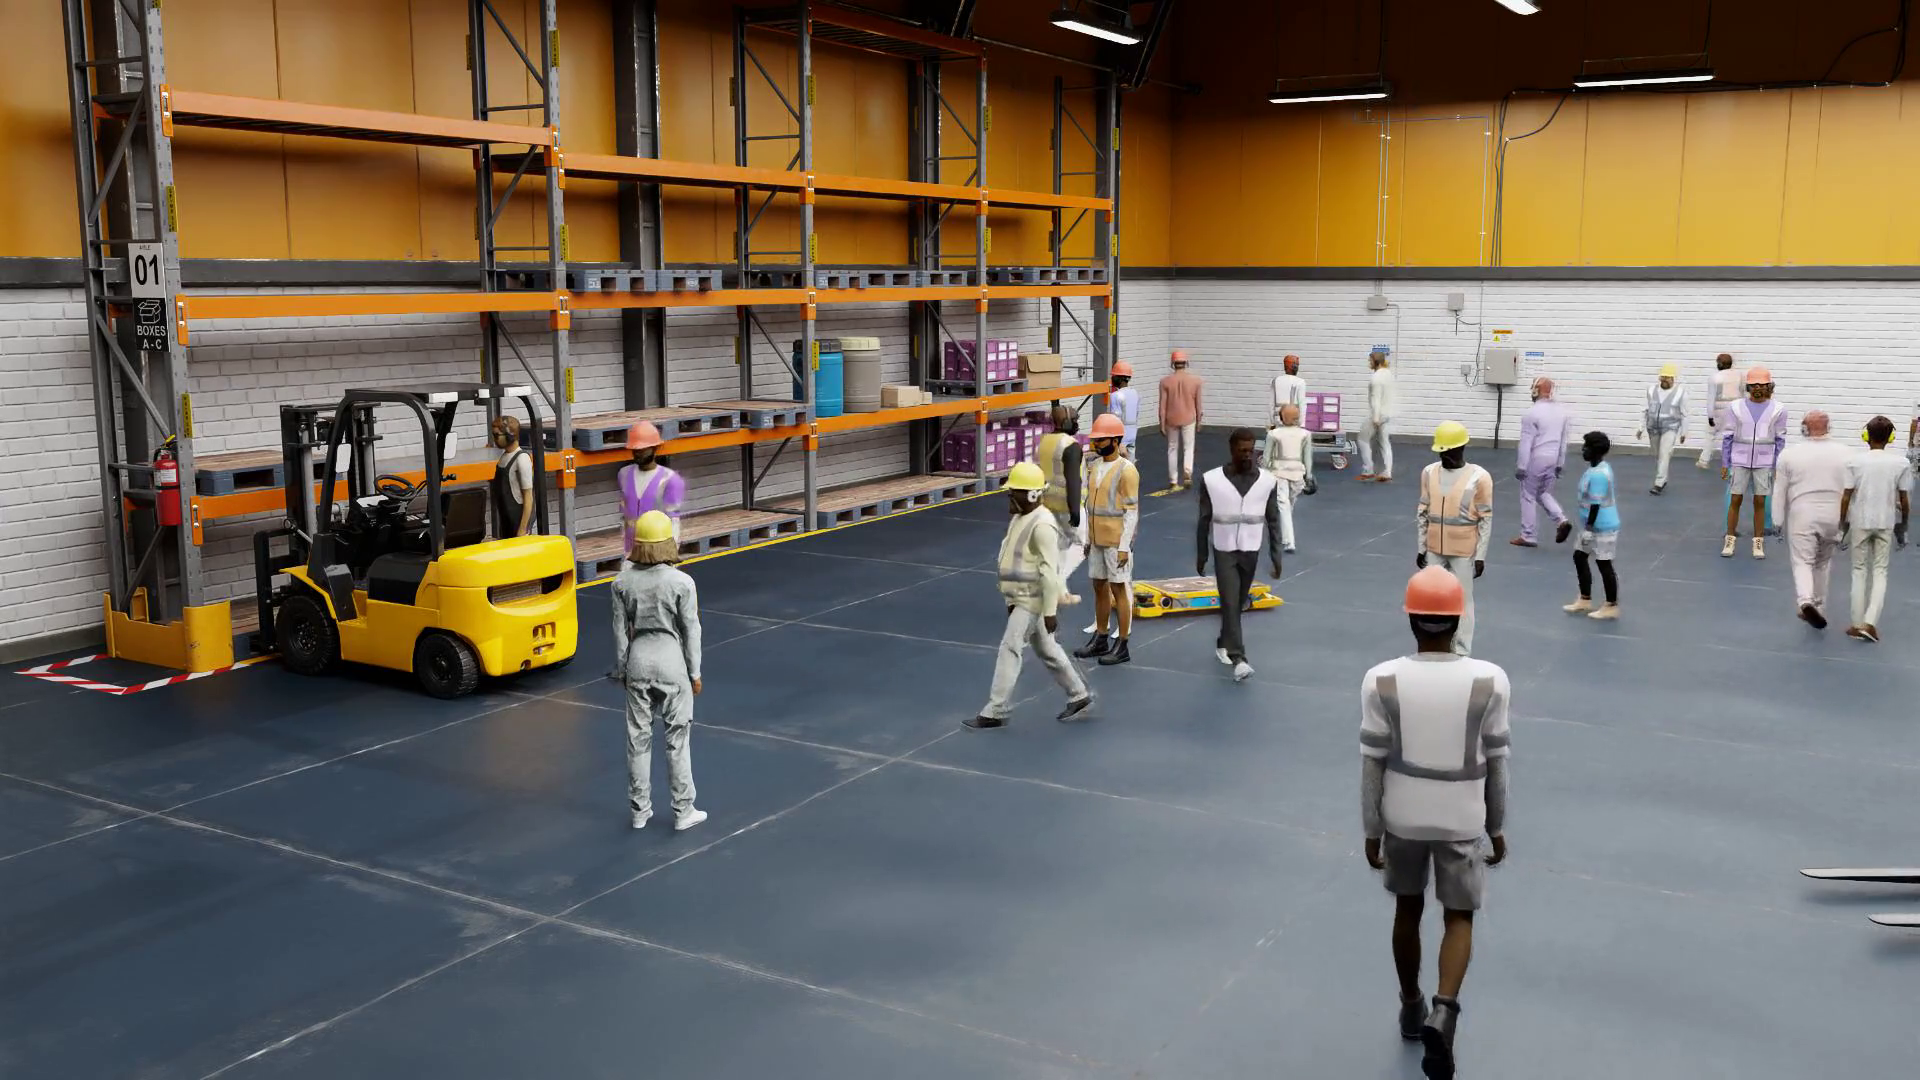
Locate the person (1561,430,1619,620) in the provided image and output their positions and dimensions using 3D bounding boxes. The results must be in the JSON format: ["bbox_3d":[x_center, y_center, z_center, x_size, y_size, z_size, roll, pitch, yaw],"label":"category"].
[{"bbox_3d":[5.485,-0.121,14.372,0.528,1.670,0.553,2,9,10],"label":"person"}]

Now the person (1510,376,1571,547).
[{"bbox_3d":[6.372,-0.844,18.221,0.648,1.893,0.539,-6,11,-32],"label":"person"}]

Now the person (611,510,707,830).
[{"bbox_3d":[-1.626,0.704,9.003,0.487,1.746,0.289,2,9,10],"label":"person"}]

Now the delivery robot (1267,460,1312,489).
[{"bbox_3d":[4.460,-0.940,22.678,0.477,0.478,0.707,-6,11,-32],"label":"delivery robot"}]

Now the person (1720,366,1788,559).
[{"bbox_3d":[8.364,-0.814,17.550,0.605,2.045,0.377,4,10,24],"label":"person"}]

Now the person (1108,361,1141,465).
[{"bbox_3d":[1.986,-1.234,20.483,0.342,1.941,0.551,7,12,39],"label":"person"}]

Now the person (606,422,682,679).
[{"bbox_3d":[-2.353,0.092,12.276,0.557,1.910,0.839,3,10,20],"label":"person"}]

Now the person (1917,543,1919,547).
[{"bbox_3d":[11.004,-0.854,18.312,0.834,1.879,0.653,-1,9,-6],"label":"person"}]

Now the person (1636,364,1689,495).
[{"bbox_3d":[9.652,-1.527,22.848,0.589,1.788,0.946,9,13,43],"label":"person"}]

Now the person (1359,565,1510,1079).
[{"bbox_3d":[1.769,1.059,6.261,0.558,1.918,0.765,3,10,19],"label":"person"}]

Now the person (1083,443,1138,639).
[{"bbox_3d":[1.266,-0.008,13.773,0.308,1.641,0.511,-8,12,-40],"label":"person"}]

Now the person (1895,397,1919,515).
[{"bbox_3d":[11.832,-1.150,20.351,0.564,1.816,0.980,1,9,9],"label":"person"}]

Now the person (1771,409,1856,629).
[{"bbox_3d":[7.255,-0.166,14.088,0.685,1.866,0.817,2,9,11],"label":"person"}]

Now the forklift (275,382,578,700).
[{"bbox_3d":[-3.974,-0.067,12.417,2.313,2.155,1.214,5,11,30],"label":"forklift"}]

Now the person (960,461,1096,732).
[{"bbox_3d":[0.488,0.367,10.977,0.930,1.795,0.602,-2,9,-10],"label":"person"}]

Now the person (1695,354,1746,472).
[{"bbox_3d":[11.648,-1.940,25.358,0.630,1.806,0.919,0,9,-3],"label":"person"}]

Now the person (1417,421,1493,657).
[{"bbox_3d":[3.678,0.064,12.473,0.399,1.913,0.589,-8,12,-42],"label":"person"}]

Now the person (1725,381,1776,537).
[{"bbox_3d":[9.113,-0.928,19.020,0.888,1.801,0.592,-6,11,-32],"label":"person"}]

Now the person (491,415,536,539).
[{"bbox_3d":[-3.722,-0.125,13.884,0.343,1.839,0.506,-6,11,-34],"label":"person"}]

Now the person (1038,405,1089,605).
[{"bbox_3d":[0.941,-0.304,15.025,0.438,1.829,0.656,-4,10,-24],"label":"person"}]

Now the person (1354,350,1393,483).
[{"bbox_3d":[5.950,-1.763,23.887,0.658,1.917,0.641,7,11,36],"label":"person"}]

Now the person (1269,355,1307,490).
[{"bbox_3d":[4.559,-1.627,23.118,0.361,1.885,0.575,-9,13,-44],"label":"person"}]

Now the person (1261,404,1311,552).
[{"bbox_3d":[3.549,-0.678,18.111,0.533,1.598,0.850,-1,9,-8],"label":"person"}]

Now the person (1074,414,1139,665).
[{"bbox_3d":[1.137,-0.008,12.848,0.354,1.939,0.544,-6,11,-33],"label":"person"}]

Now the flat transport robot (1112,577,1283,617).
[{"bbox_3d":[2.115,0.488,14.940,1.431,0.197,0.652,-3,10,-20],"label":"flat transport robot"}]

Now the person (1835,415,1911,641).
[{"bbox_3d":[7.466,-0.085,13.608,0.521,1.865,0.451,3,10,19],"label":"person"}]

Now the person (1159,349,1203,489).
[{"bbox_3d":[3.047,-1.647,22.969,0.617,1.972,0.713,1,9,6],"label":"person"}]

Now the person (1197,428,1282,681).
[{"bbox_3d":[2.097,0.104,12.468,0.607,1.838,1.060,-1,9,-7],"label":"person"}]
